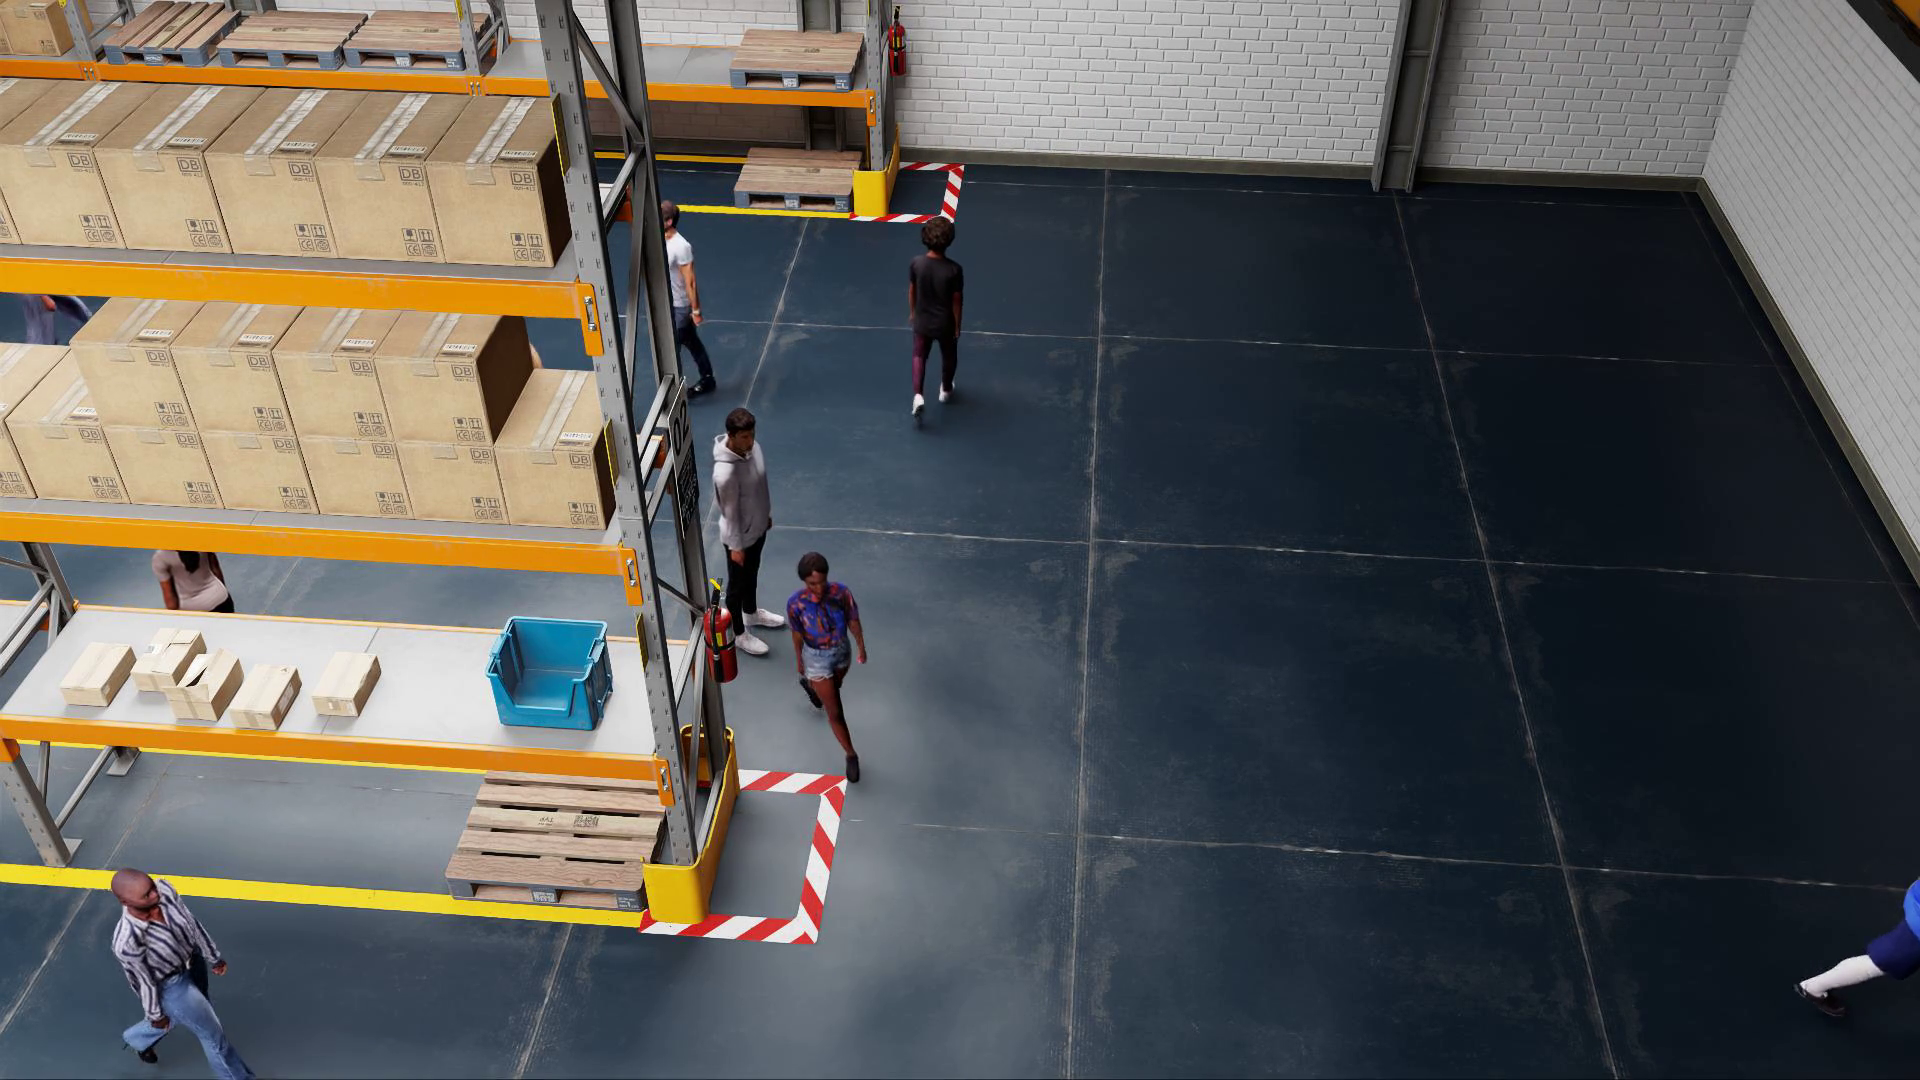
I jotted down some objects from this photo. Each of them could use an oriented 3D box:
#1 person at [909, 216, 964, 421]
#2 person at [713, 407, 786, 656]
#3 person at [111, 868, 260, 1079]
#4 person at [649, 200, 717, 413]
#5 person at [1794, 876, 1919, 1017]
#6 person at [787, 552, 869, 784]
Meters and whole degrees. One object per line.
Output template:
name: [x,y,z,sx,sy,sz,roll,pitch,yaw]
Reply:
person: [-0.227,-1.805,13.675,0.913,1.765,0.712,6,39,7]
person: [-1.488,-0.088,11.396,0.658,1.926,0.726,11,40,14]
person: [-4.113,2.276,8.563,1.043,1.768,0.670,1,39,1]
person: [-2.249,-1.987,13.838,1.058,1.845,0.972,-22,44,-26]
person: [5.087,2.016,8.864,1.288,1.797,0.959,16,41,19]
person: [-0.876,0.703,10.579,1.137,1.708,1.021,-16,41,-19]
